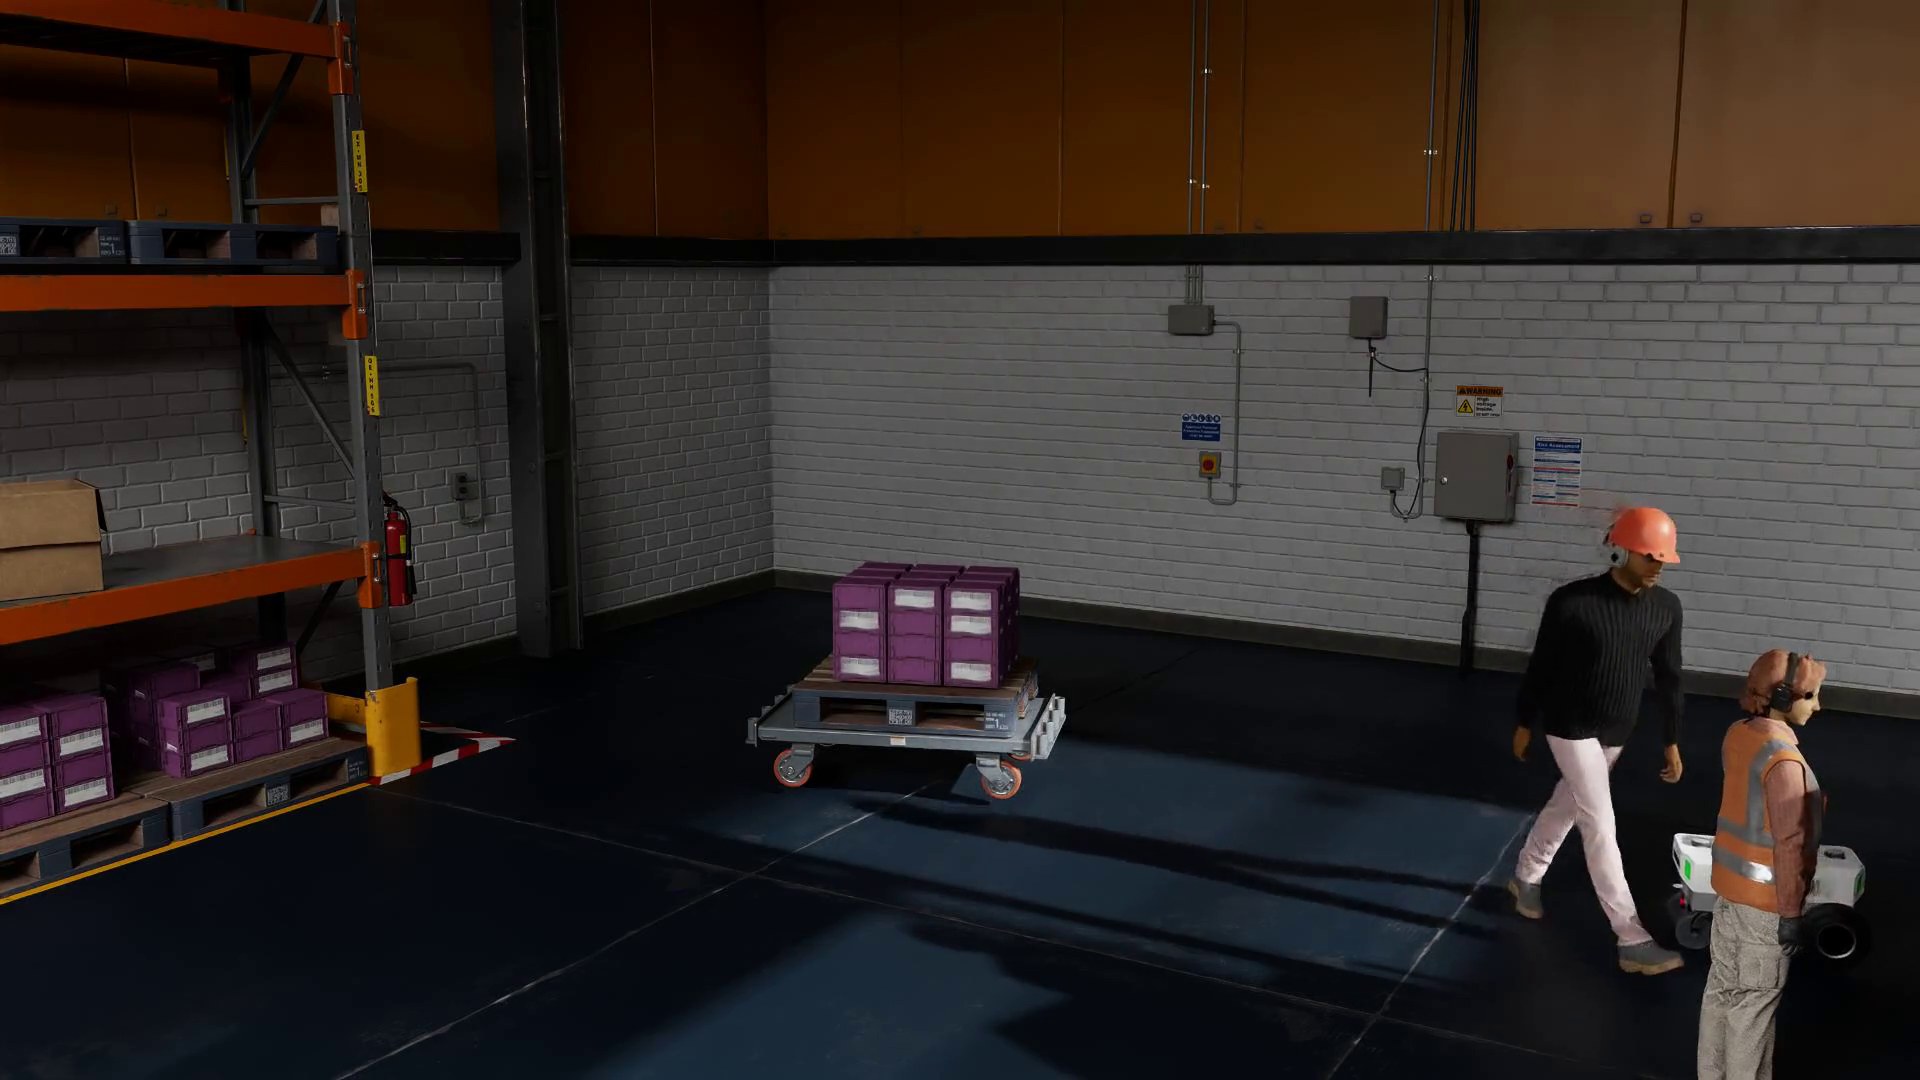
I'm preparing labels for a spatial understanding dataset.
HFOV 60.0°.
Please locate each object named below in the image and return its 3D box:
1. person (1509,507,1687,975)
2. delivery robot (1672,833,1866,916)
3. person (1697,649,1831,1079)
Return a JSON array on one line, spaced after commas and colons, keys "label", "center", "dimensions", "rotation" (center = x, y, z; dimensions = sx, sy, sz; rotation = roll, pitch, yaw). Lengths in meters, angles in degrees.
[{"label": "person", "center": [2.684, 0.781, 6.993], "dimensions": [0.622, 1.903, 1.113], "rotation": [-3, 10, -18]}, {"label": "delivery robot", "center": [3.389, 1.402, 7.004], "dimensions": [0.707, 0.478, 0.477], "rotation": [3, 9, 15]}, {"label": "person", "center": [2.609, 1.163, 5.417], "dimensions": [0.311, 1.639, 0.513], "rotation": [1, 9, 6]}]
